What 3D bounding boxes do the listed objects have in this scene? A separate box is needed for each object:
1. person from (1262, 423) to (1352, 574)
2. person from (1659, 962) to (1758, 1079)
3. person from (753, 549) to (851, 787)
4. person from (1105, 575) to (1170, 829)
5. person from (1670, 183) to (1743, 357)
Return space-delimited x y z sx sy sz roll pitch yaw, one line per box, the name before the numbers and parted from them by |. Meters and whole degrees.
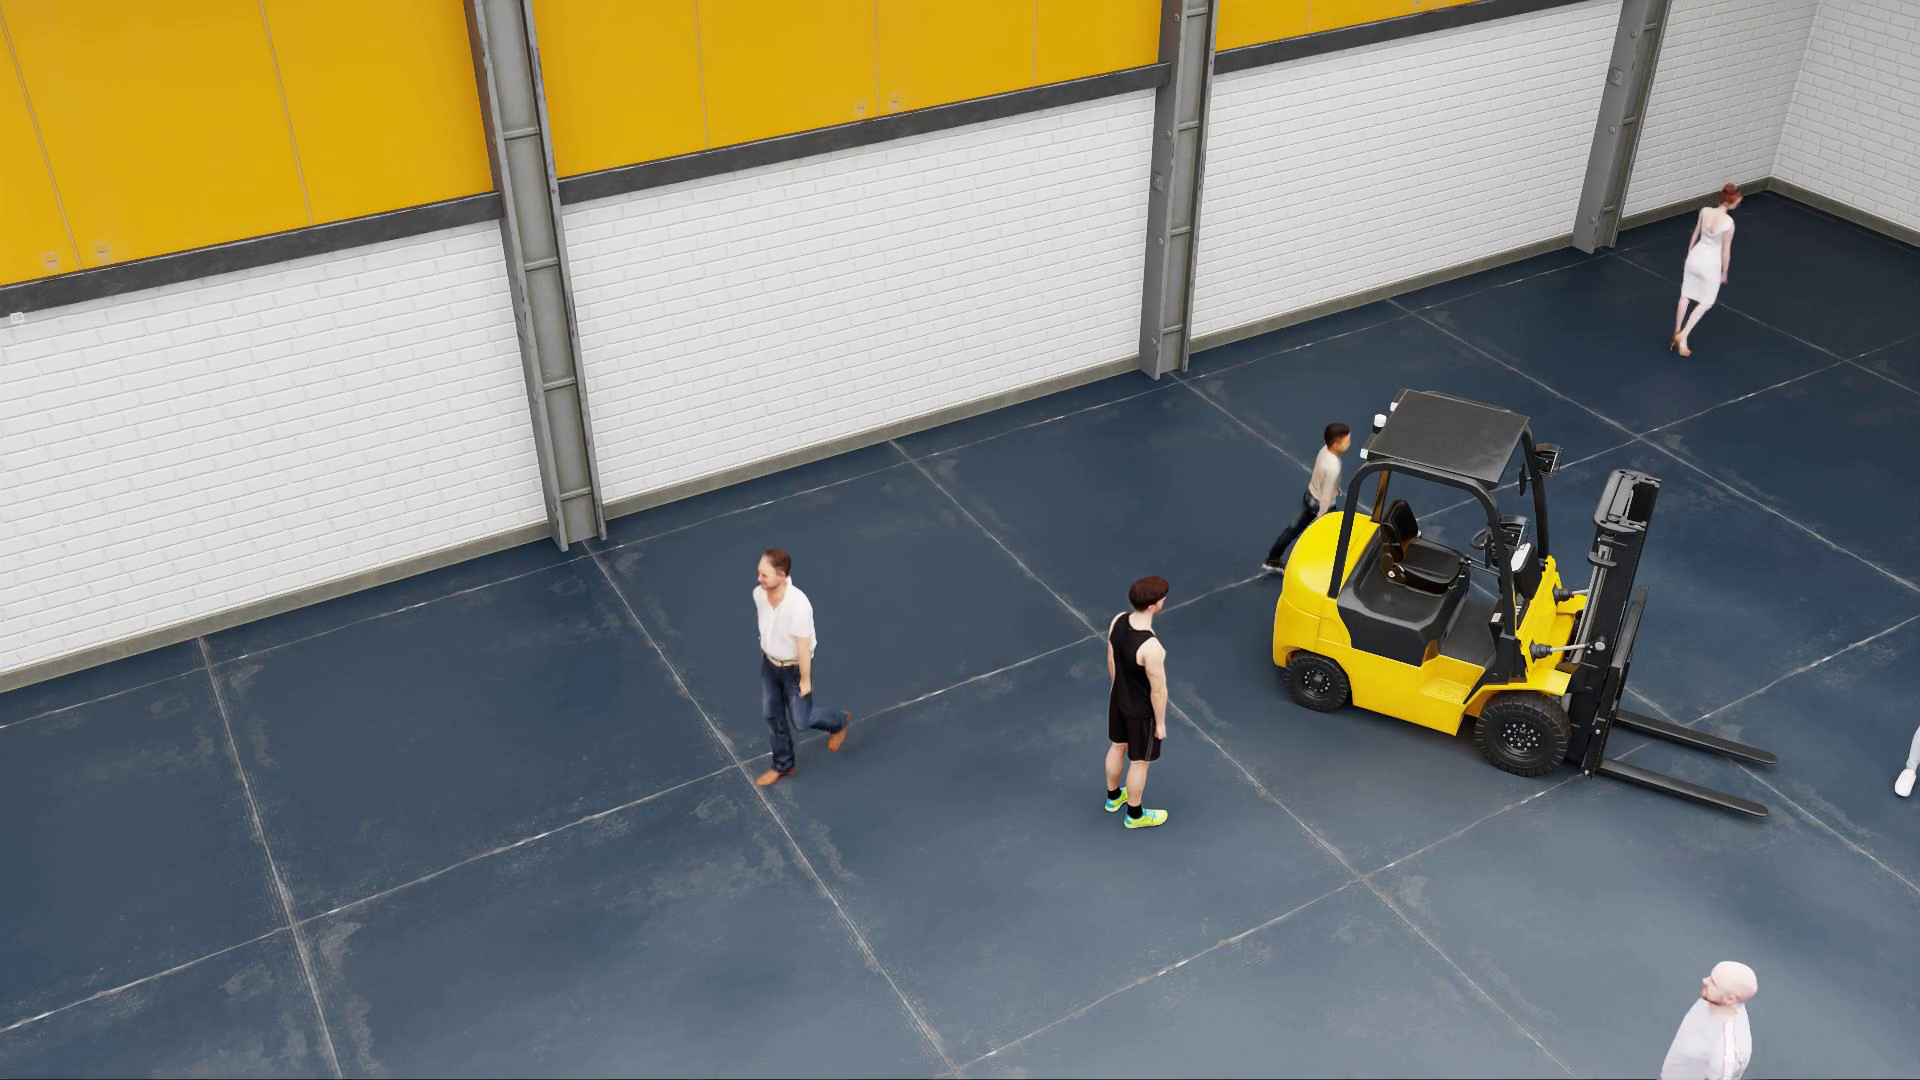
person | 2.739 -0.287 13.020 1.098 1.429 0.798 -5 34 -8
person | 3.640 2.770 8.078 1.158 1.810 1.106 10 35 14
person | -1.055 0.807 11.006 1.070 1.836 0.842 -29 43 -36
person | 1.126 1.032 10.620 0.545 1.890 0.684 -19 38 -26
person | 7.247 -2.670 16.283 0.619 1.785 0.572 28 43 35
